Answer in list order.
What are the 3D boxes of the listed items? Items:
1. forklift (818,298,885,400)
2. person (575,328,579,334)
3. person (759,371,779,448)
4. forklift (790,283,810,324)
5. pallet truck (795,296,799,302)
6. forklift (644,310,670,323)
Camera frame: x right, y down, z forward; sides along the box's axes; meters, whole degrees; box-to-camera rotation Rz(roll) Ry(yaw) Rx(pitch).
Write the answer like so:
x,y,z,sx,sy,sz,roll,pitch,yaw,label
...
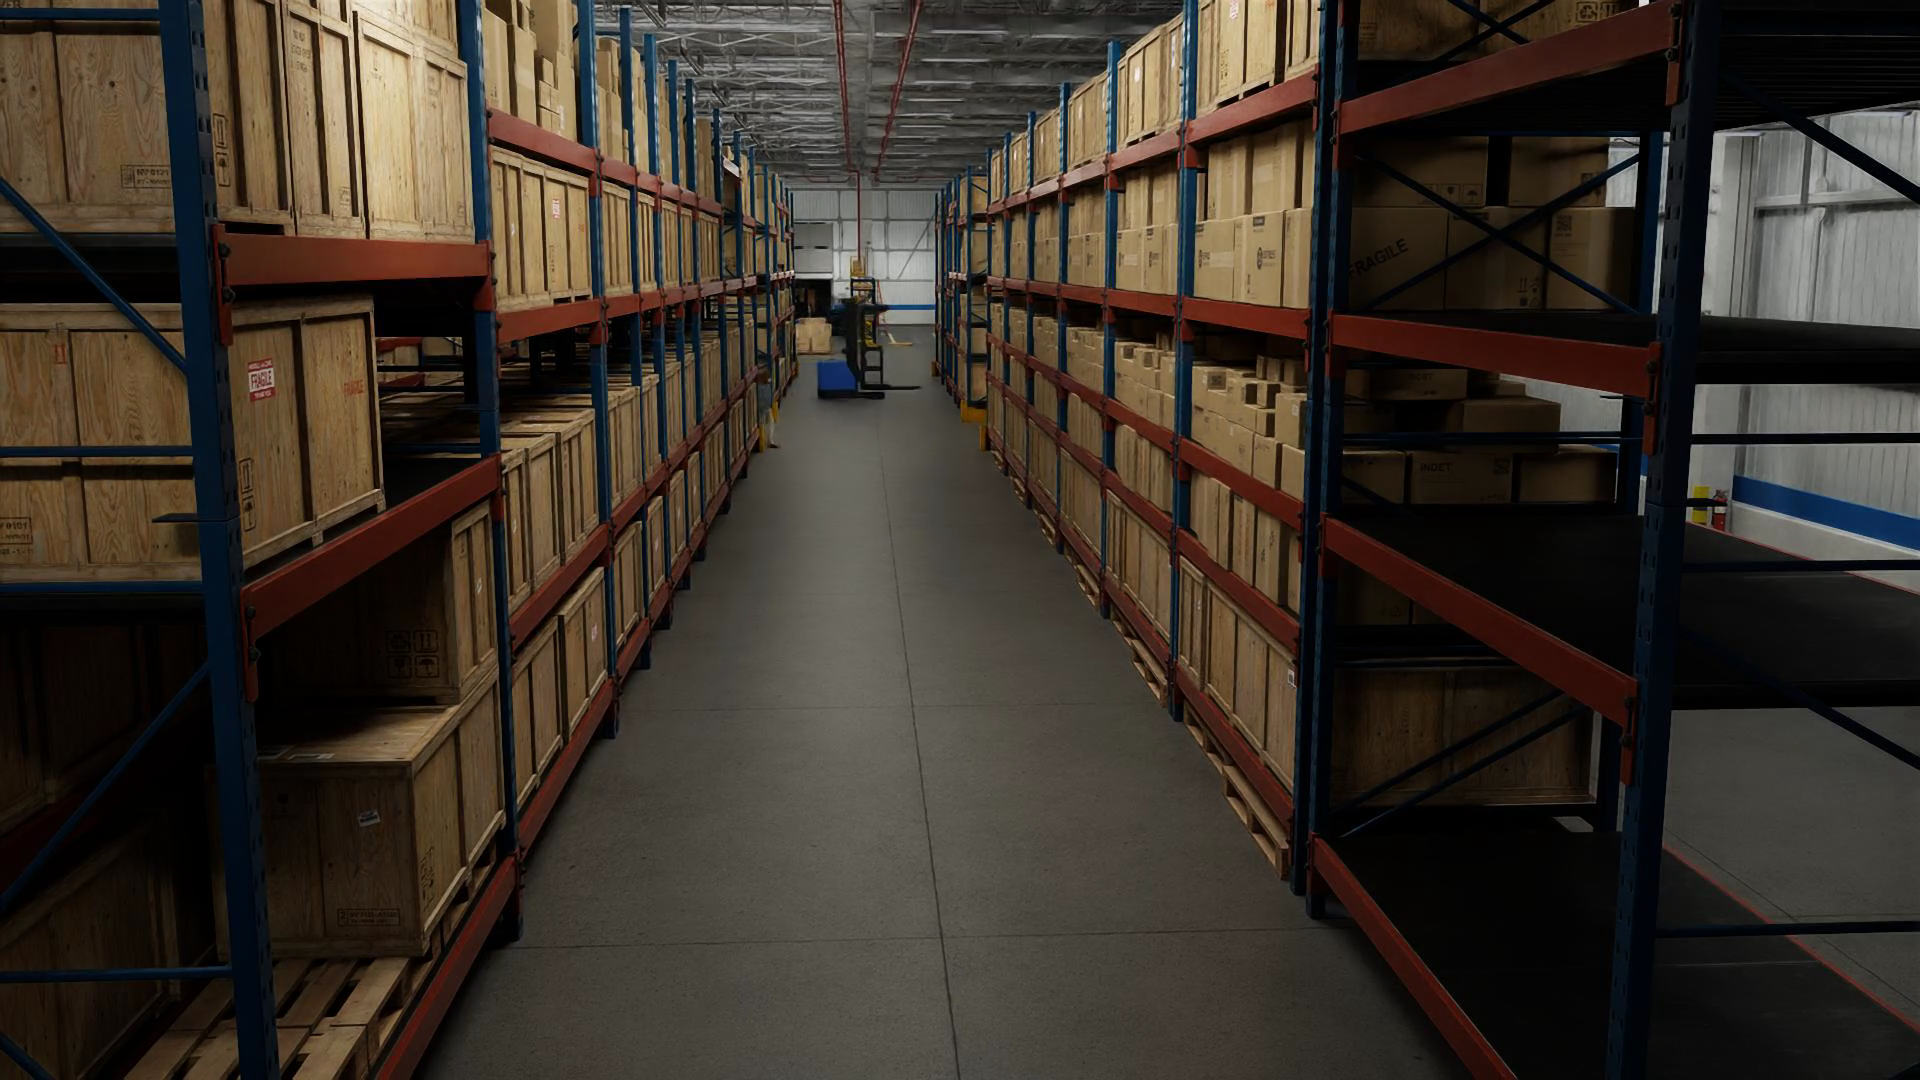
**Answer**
x,y,z,sx,sy,sz,roll,pitch,yaw,label
-3.035,-5.337,46.348,1.873,2.768,1.129,-1,10,-3,forklift
-10.672,-4.891,46.179,0.604,2.044,0.375,-5,11,-29,person
-4.076,-2.693,34.326,0.590,1.610,0.505,5,11,27,person
-7.680,-10.901,79.585,1.129,2.768,1.873,-5,11,-30,forklift
-8.622,-12.439,91.403,1.885,1.965,0.823,2,10,13,pallet truck
-10.402,-7.160,57.237,1.129,2.768,1.873,-1,10,-3,forklift
